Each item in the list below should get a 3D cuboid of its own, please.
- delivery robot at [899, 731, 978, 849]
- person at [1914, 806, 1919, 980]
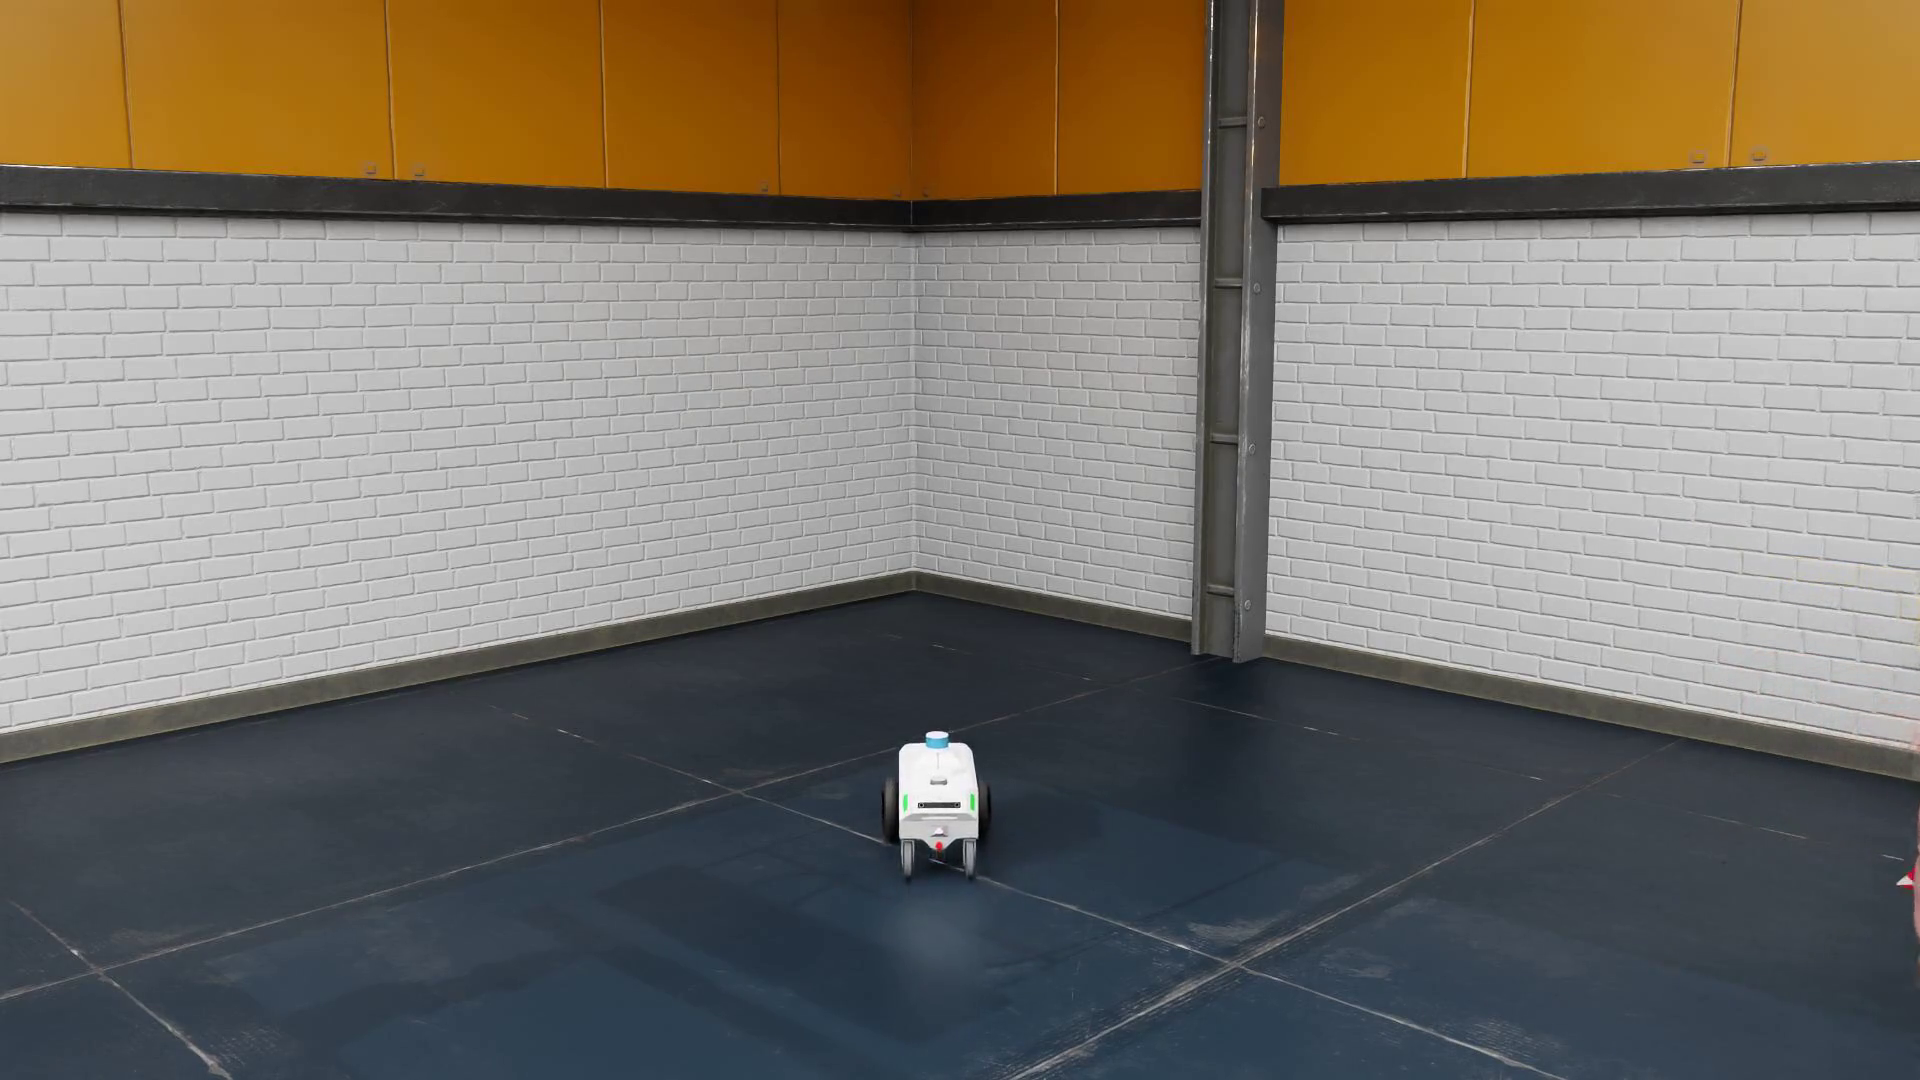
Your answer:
[{"bbox_3d":[-0.101,1.093,7.367,0.477,0.478,0.707,0,9,-2],"label":"delivery robot"},{"bbox_3d":[2.735,1.034,4.346,0.541,1.750,0.372,-1,9,-4],"label":"person"}]
